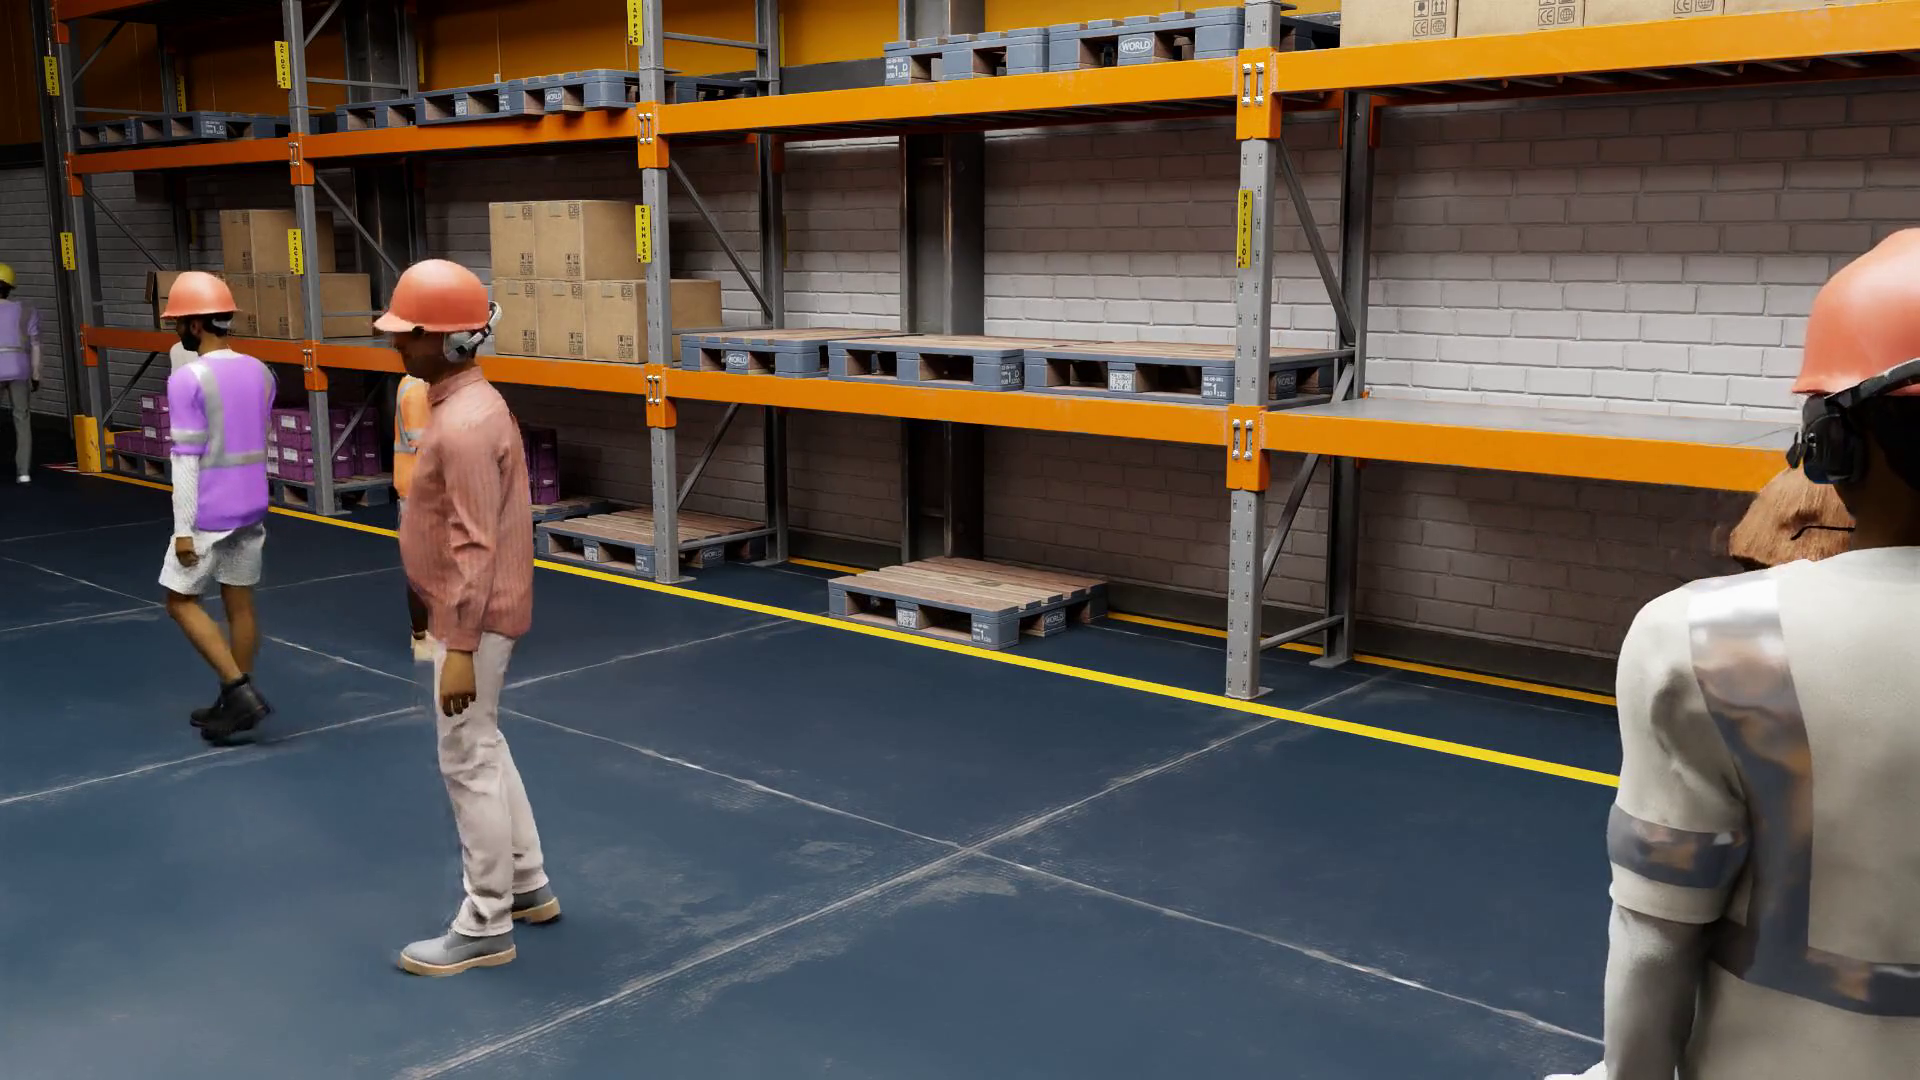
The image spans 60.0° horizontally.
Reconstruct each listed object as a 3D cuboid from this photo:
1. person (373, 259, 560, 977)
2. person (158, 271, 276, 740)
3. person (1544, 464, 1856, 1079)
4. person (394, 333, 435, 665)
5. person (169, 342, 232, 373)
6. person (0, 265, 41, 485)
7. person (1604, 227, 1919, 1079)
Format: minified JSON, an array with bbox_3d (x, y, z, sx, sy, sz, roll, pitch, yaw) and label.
[{"bbox_3d":[-1.390,0.222,4.699,0.389,1.988,0.665,-3,10,-14],"label":"person"},{"bbox_3d":[-3.058,-0.130,6.833,0.468,1.929,0.564,3,11,19],"label":"person"},{"bbox_3d":[1.575,0.640,3.328,0.610,1.617,0.509,6,11,29],"label":"person"},{"bbox_3d":[-2.603,-0.242,8.136,0.316,1.695,0.542,-3,11,-18],"label":"person"},{"bbox_3d":[-5.482,-0.904,12.117,0.282,1.625,0.492,7,12,33],"label":"person"},{"bbox_3d":[-8.278,-1.428,14.400,0.597,1.869,0.911,-7,12,-35],"label":"person"},{"bbox_3d":[1.040,0.676,1.926,0.608,2.044,0.371,2,10,11],"label":"person"}]
